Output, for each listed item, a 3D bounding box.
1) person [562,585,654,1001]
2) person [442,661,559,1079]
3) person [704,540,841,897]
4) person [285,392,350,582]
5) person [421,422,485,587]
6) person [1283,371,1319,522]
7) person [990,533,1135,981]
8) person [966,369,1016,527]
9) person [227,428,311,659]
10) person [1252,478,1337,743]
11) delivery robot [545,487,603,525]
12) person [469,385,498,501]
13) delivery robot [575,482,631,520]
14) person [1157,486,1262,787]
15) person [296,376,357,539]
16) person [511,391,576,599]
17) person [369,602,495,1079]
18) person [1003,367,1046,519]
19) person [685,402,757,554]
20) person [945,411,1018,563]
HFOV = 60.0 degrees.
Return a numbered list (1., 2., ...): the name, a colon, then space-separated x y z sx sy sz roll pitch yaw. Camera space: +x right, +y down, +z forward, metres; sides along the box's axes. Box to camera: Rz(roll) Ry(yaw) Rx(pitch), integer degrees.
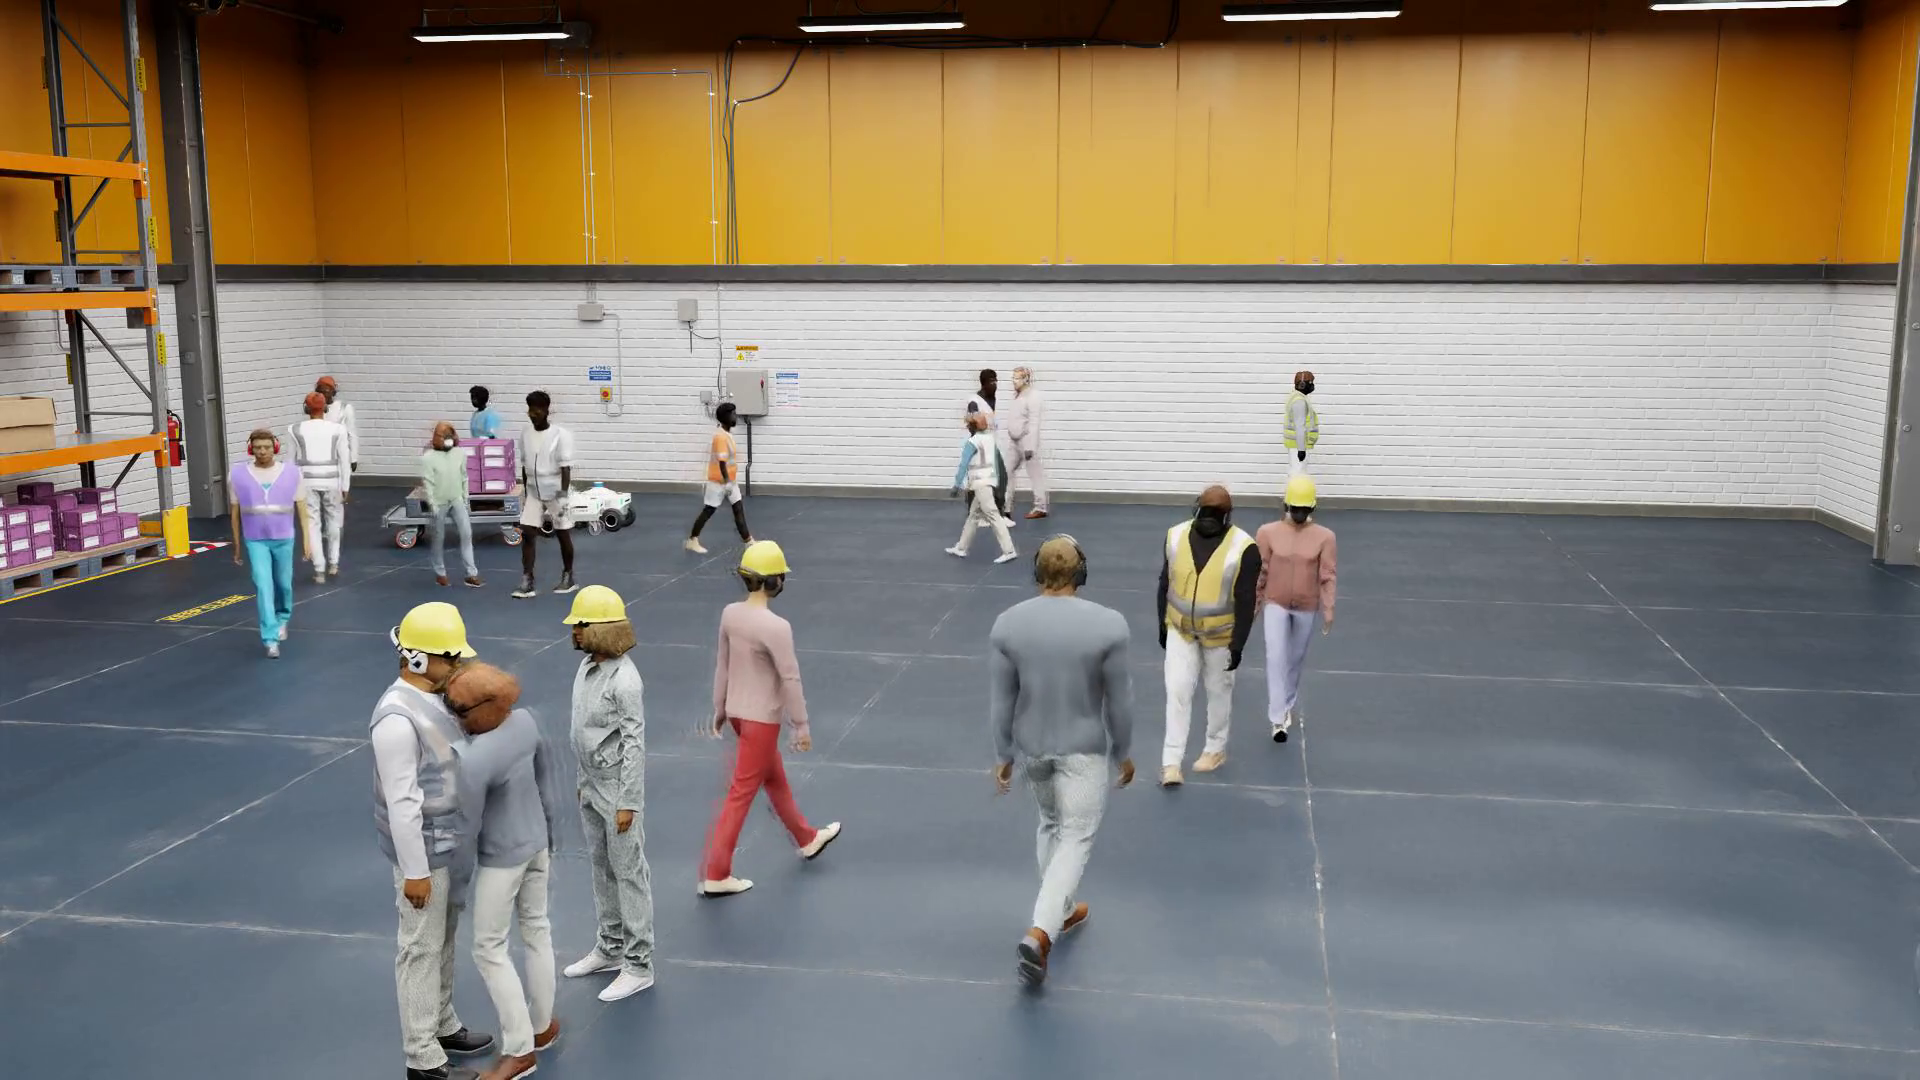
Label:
1. person: -1.492 1.048 6.989 0.296 1.744 0.487 -7 12 -37
2. person: -1.728 1.218 6.354 0.301 1.612 0.599 3 10 19
3. person: -0.925 0.856 8.212 0.911 1.716 0.548 -7 12 -38
4. person: -6.379 -0.540 16.522 0.593 1.848 0.870 -4 10 -25
5. person: -4.851 -0.322 15.905 0.734 1.601 0.504 9 13 44
6. person: 4.150 -1.139 20.256 0.424 1.841 0.634 1 9 7
7. person: 0.417 0.926 7.265 0.632 1.909 0.908 4 10 25
8. person: 0.375 -1.075 19.684 0.727 1.890 0.623 6 11 32
9. person: -5.544 -0.011 13.367 0.576 1.812 0.903 -4 10 -25
10. person: 2.159 0.452 10.758 0.537 1.704 0.928 1 9 4
11. delivery robot: -4.483 -0.372 19.186 0.707 0.478 0.477 -1 9 -4
12. person: -5.722 -1.055 20.237 0.568 1.674 0.541 -8 12 -41
13. delivery robot: -4.262 -0.445 19.636 0.707 0.478 0.477 1 9 9
14. person: 1.436 0.564 9.838 0.657 1.794 0.868 4 10 25
15. person: -7.180 -0.926 18.845 0.624 1.859 0.602 1 9 4
16. person: -3.893 -0.413 15.470 0.630 1.932 0.886 3 10 17
17. person: -1.963 1.131 6.227 0.403 1.823 0.587 -1 9 -4
18. person: 0.701 -1.176 20.356 0.875 1.873 0.668 -4 10 -25
19. person: -2.560 -0.653 17.841 0.880 1.649 0.545 1 9 6
20. person: 0.233 -0.559 17.446 0.900 1.584 0.523 5 10 27
